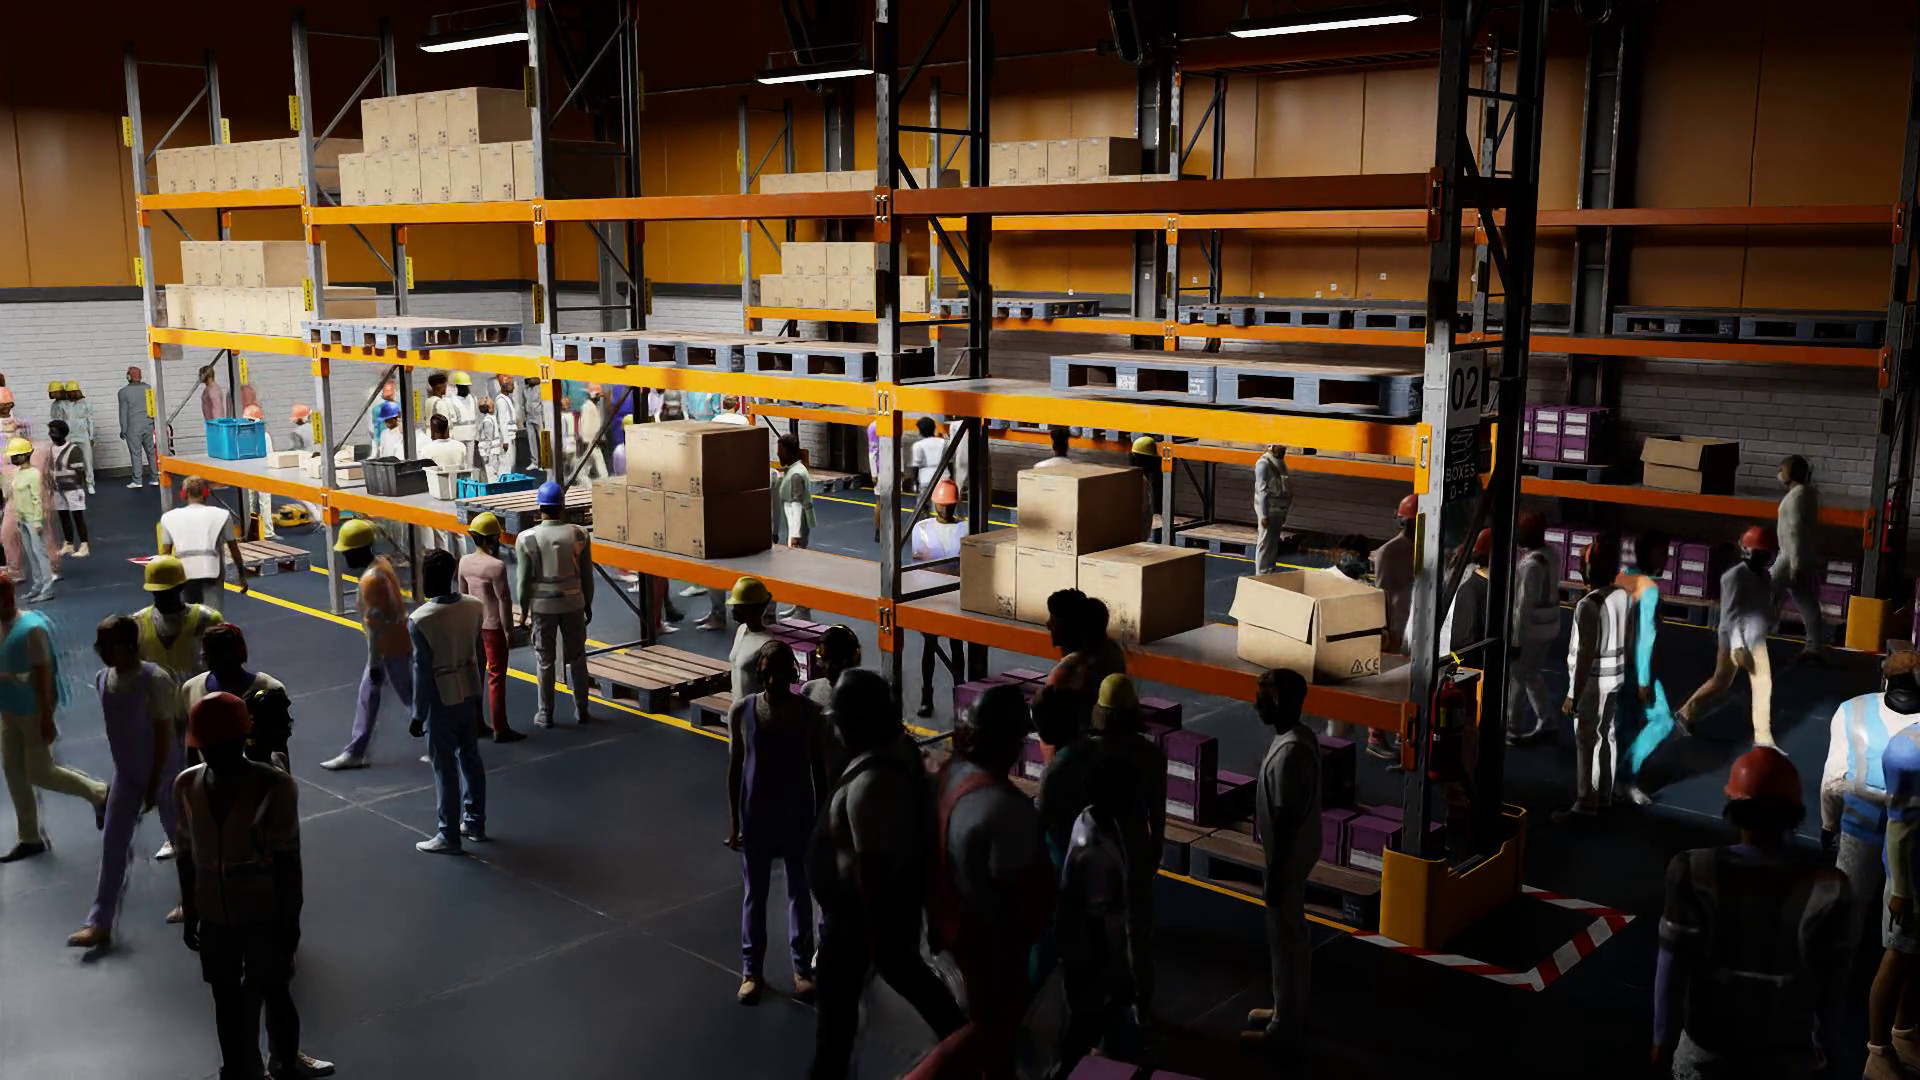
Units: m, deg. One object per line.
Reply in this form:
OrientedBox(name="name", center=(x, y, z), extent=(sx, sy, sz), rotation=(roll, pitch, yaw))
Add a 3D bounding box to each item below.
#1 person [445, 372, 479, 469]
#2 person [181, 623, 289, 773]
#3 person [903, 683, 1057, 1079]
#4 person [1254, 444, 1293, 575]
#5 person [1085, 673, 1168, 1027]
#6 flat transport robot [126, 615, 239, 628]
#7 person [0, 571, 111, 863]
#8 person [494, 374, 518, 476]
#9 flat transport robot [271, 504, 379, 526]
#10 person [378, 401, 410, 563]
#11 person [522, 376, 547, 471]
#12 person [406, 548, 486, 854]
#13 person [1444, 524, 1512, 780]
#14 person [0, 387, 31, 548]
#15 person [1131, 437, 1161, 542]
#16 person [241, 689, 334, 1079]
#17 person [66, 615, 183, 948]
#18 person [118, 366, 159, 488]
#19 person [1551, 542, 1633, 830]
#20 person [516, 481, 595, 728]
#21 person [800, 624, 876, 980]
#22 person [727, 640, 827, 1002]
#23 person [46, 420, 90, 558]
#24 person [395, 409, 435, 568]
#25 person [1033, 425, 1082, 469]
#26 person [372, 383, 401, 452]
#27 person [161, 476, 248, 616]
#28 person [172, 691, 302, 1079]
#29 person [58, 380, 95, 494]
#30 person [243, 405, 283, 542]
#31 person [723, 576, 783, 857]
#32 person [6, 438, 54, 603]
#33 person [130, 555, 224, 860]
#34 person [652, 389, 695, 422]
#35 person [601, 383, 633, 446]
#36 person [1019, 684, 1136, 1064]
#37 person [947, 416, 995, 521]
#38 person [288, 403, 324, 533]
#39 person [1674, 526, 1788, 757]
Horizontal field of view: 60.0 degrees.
OrientedBox(name="person", center=(-7.344, -1.524, 24.632), extent=(0.388, 1.926, 0.590), rotation=(6, 12, 31))
OrientedBox(name="person", center=(-3.801, 1.323, 8.810), extent=(0.561, 1.836, 0.391), rotation=(1, 10, 5))
OrientedBox(name="person", center=(0.017, 1.562, 6.860), extent=(0.825, 2.000, 0.691), rotation=(-4, 11, -20))
OrientedBox(name="person", center=(3.413, -0.316, 18.095), extent=(0.403, 1.822, 0.587), rotation=(6, 11, 29))
OrientedBox(name="person", center=(0.755, 1.501, 8.081), extent=(0.487, 1.735, 0.336), rotation=(0, 10, -3))
OrientedBox(name="flat transport robot", center=(-7.450, 0.867, 15.788), extent=(1.431, 0.197, 0.652), rotation=(9, 13, 42))
OrientedBox(name="person", center=(-5.723, 1.059, 10.341), extent=(0.617, 1.817, 0.644), rotation=(6, 11, 29))
OrientedBox(name="person", center=(-6.770, -1.529, 24.814), extent=(0.351, 1.878, 0.568), rotation=(-2, 10, -10))
OrientedBox(name="flat transport robot", center=(-8.719, -0.400, 22.953), extent=(1.431, 0.197, 0.652), rotation=(-8, 13, -38))
OrientedBox(name="person", center=(-6.726, -0.692, 19.881), extent=(0.603, 1.943, 0.398), rotation=(7, 12, 34))
OrientedBox(name="person", center=(-7.195, -2.035, 28.082), extent=(0.489, 1.730, 0.324), rotation=(4, 11, 22))
OrientedBox(name="person", center=(-3.188, 1.001, 10.379), extent=(0.392, 1.919, 0.591), rotation=(4, 11, 23))
OrientedBox(name="person", center=(3.561, 0.817, 11.587), extent=(0.701, 1.865, 0.578), rotation=(-5, 11, -27))
OrientedBox(name="person", center=(-11.818, -0.882, 20.667), extent=(0.377, 2.045, 0.605), rotation=(8, 13, 39))
OrientedBox(name="person", center=(1.764, -0.059, 16.369), extent=(0.382, 1.920, 0.585), rotation=(0, 10, -2))
OrientedBox(name="person", center=(-3.059, 1.566, 7.360), extent=(0.333, 1.860, 0.510), rotation=(1, 10, 6))
OrientedBox(name="person", center=(-4.496, 1.301, 9.020), extent=(0.525, 1.800, 0.939), rotation=(2, 10, 13))
OrientedBox(name="person", center=(-12.861, -1.766, 26.043), extent=(0.410, 1.913, 0.643), rotation=(7, 12, 33))
OrientedBox(name="person", center=(4.116, 0.941, 10.813), extent=(0.572, 1.886, 0.356), rotation=(-9, 14, -43))
OrientedBox(name="person", center=(-3.172, 0.510, 13.071), extent=(0.601, 1.948, 0.386), rotation=(-5, 11, -25))
OrientedBox(name="person", center=(-0.608, 1.343, 8.615), extent=(0.510, 1.863, 0.327), rotation=(4, 11, 21))
OrientedBox(name="person", center=(-0.909, 1.399, 8.334), extent=(0.504, 1.847, 0.345), rotation=(-1, 10, -6))
OrientedBox(name="person", center=(-10.864, -0.623, 20.216), extent=(0.542, 1.689, 0.319), rotation=(3, 11, 19))
OrientedBox(name="person", center=(-6.377, -0.582, 19.365), extent=(0.402, 1.906, 0.652), rotation=(-8, 13, -39))
OrientedBox(name="person", center=(1.037, -0.212, 17.124), extent=(0.652, 1.948, 0.425), rotation=(1, 10, 4))
OrientedBox(name="person", center=(-8.638, -1.545, 25.338), extent=(0.566, 1.725, 0.769), rotation=(-3, 10, -17))
OrientedBox(name="person", center=(-6.598, 0.337, 14.521), extent=(0.657, 1.777, 0.997), rotation=(-3, 10, -15))
OrientedBox(name="person", center=(-3.075, 1.577, 7.095), extent=(0.545, 1.931, 0.385), rotation=(1, 10, 4))
OrientedBox(name="person", center=(-13.459, -1.559, 25.350), extent=(0.487, 1.744, 0.297), rotation=(-4, 11, -19))
OrientedBox(name="person", center=(-8.990, -0.847, 21.283), extent=(0.561, 1.755, 0.321), rotation=(3, 10, 16))
OrientedBox(name="person", center=(-1.278, 1.093, 10.285), extent=(0.315, 1.769, 0.524), rotation=(-6, 12, -31))
OrientedBox(name="person", center=(-9.908, -0.212, 17.696), extent=(0.525, 1.761, 0.337), rotation=(8, 13, 38))
OrientedBox(name="person", center=(-4.790, 1.030, 10.227), extent=(0.583, 1.918, 0.407), rotation=(-1, 10, -5))
OrientedBox(name="person", center=(-3.627, -0.927, 20.932), extent=(0.682, 2.000, 0.782), rotation=(-2, 10, -12))
OrientedBox(name="person", center=(-5.710, -2.242, 28.367), extent=(0.777, 2.000, 0.540), rotation=(-6, 12, -32))
OrientedBox(name="person", center=(0.439, 1.538, 7.703), extent=(0.923, 1.785, 0.509), rotation=(4, 11, 24))
OrientedBox(name="person", center=(0.105, -0.892, 21.286), extent=(0.659, 1.846, 0.375), rotation=(1, 10, 3))
OrientedBox(name="person", center=(-8.561, -0.949, 21.944), extent=(0.426, 1.723, 0.598), rotation=(3, 10, 15))
OrientedBox(name="person", center=(5.842, 0.724, 12.514), extent=(0.557, 1.722, 0.812), rotation=(-5, 11, -28))
